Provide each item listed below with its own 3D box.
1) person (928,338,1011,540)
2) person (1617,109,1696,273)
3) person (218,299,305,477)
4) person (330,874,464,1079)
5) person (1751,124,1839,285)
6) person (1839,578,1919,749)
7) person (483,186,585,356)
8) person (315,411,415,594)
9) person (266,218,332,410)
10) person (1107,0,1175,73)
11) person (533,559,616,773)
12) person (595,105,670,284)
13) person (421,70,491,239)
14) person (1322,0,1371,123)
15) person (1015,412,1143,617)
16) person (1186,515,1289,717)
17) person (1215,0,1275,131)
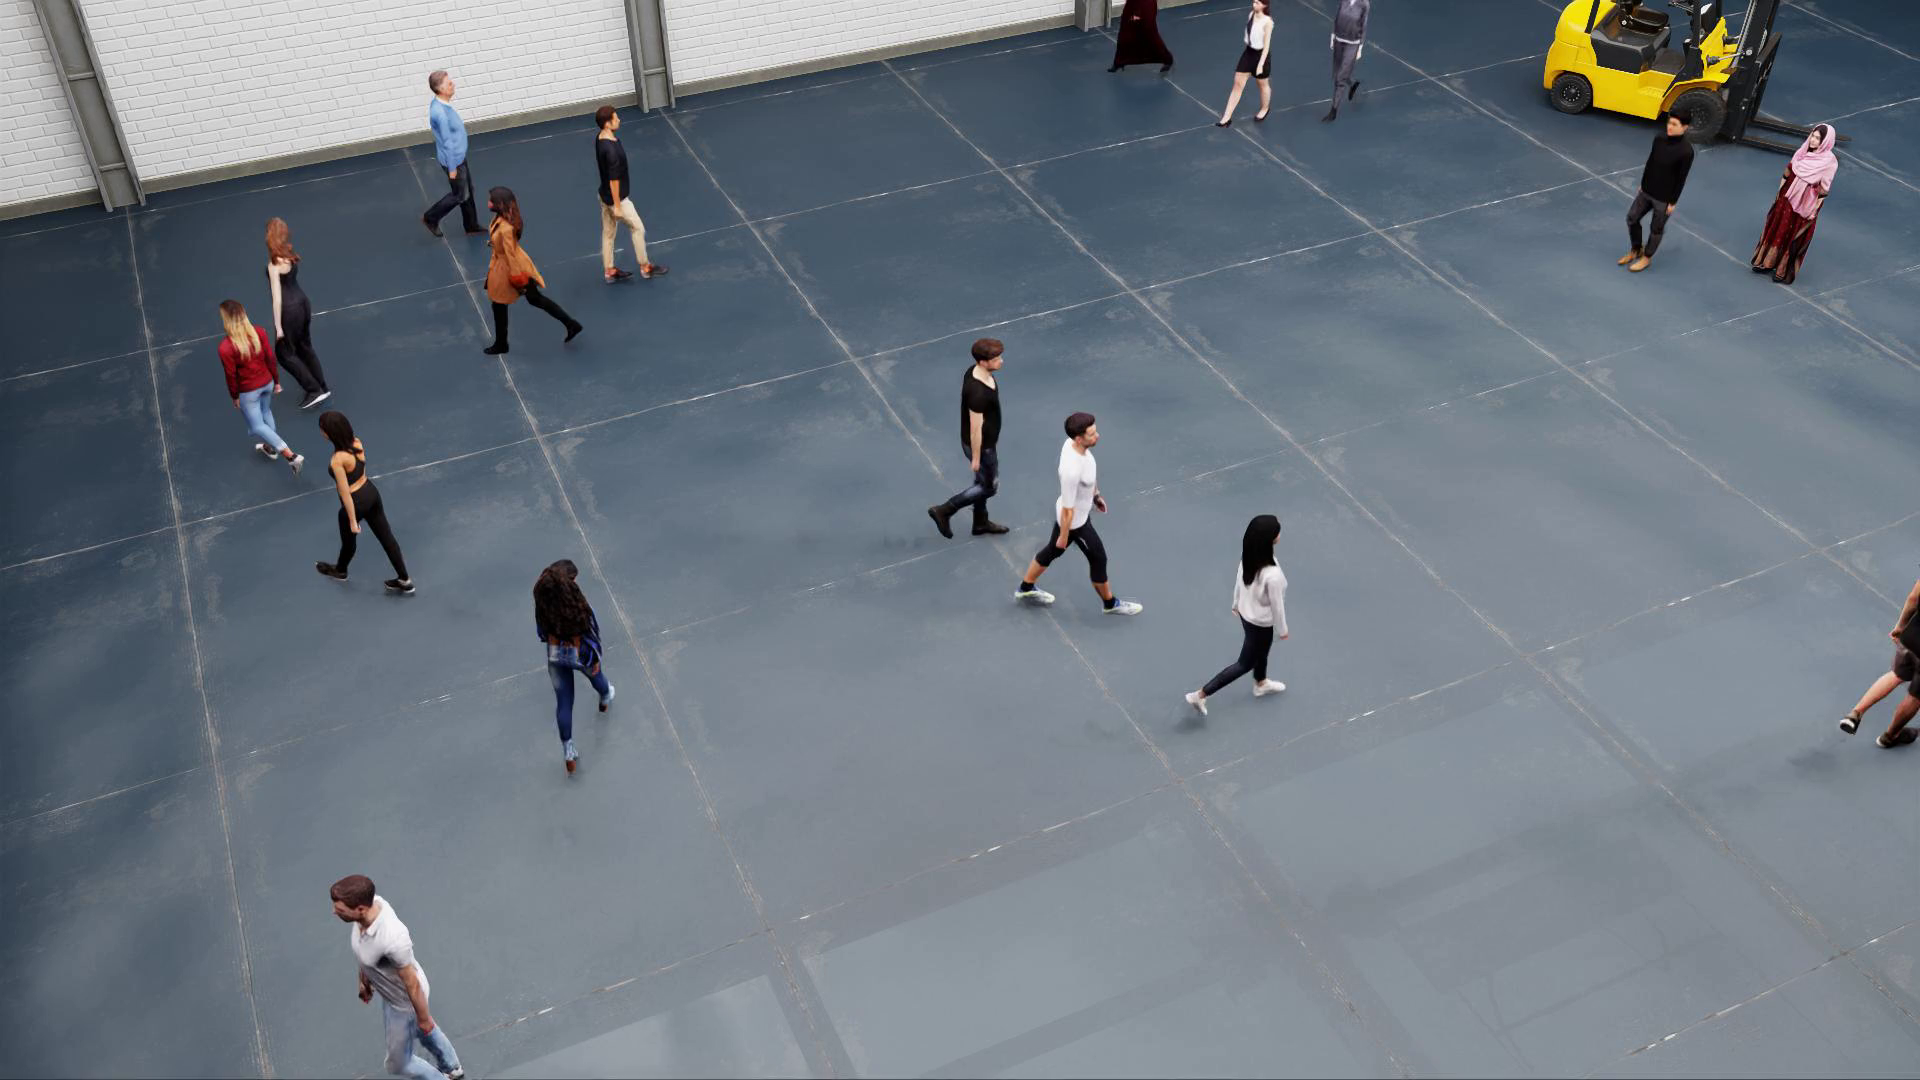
[{"bbox_3d":[0.069,-0.766,13.000,1.017,1.879,0.887,-1,39,-1],"label":"person"},{"bbox_3d":[7.009,-3.491,16.541,0.588,1.718,0.675,-19,42,-22],"label":"person"},{"bbox_3d":[-5.809,-1.239,13.808,1.003,1.610,1.032,21,43,24],"label":"person"},{"bbox_3d":[-2.950,2.412,9.056,0.712,1.835,0.736,-29,47,-31],"label":"person"},{"bbox_3d":[8.283,-3.341,16.417,0.641,1.638,0.689,-22,44,-25],"label":"person"},{"bbox_3d":[6.421,0.731,11.152,0.912,1.846,0.704,-13,40,-16],"label":"person"},{"bbox_3d":[-3.990,-2.447,15.262,1.258,1.683,0.924,-6,39,-7],"label":"person"},{"bbox_3d":[-4.453,-0.244,12.561,1.081,1.611,0.999,11,40,13],"label":"person"},{"bbox_3d":[-5.869,-1.989,14.664,0.818,1.714,0.820,-5,39,-6],"label":"person"},{"bbox_3d":[2.320,-6.481,20.284,1.148,1.720,0.878,-5,39,-6],"label":"person"},{"bbox_3d":[-2.645,0.851,11.216,1.085,1.579,1.003,2,39,3],"label":"person"},{"bbox_3d":[-3.457,-3.333,16.247,0.843,1.838,0.675,-17,42,-20],"label":"person"},{"bbox_3d":[-5.266,-3.908,16.992,0.979,1.807,0.759,-9,40,-11],"label":"person"},{"bbox_3d":[4.551,-5.772,19.360,1.002,1.764,0.775,-31,48,-33],"label":"person"},{"bbox_3d":[0.760,-0.183,12.329,1.300,1.805,1.051,2,39,3],"label":"person"},{"bbox_3d":[1.977,0.557,11.507,1.098,1.674,0.721,-10,40,-12],"label":"person"},{"bbox_3d":[3.482,-5.528,19.182,1.108,1.606,0.730,-25,45,-28],"label":"person"}]
